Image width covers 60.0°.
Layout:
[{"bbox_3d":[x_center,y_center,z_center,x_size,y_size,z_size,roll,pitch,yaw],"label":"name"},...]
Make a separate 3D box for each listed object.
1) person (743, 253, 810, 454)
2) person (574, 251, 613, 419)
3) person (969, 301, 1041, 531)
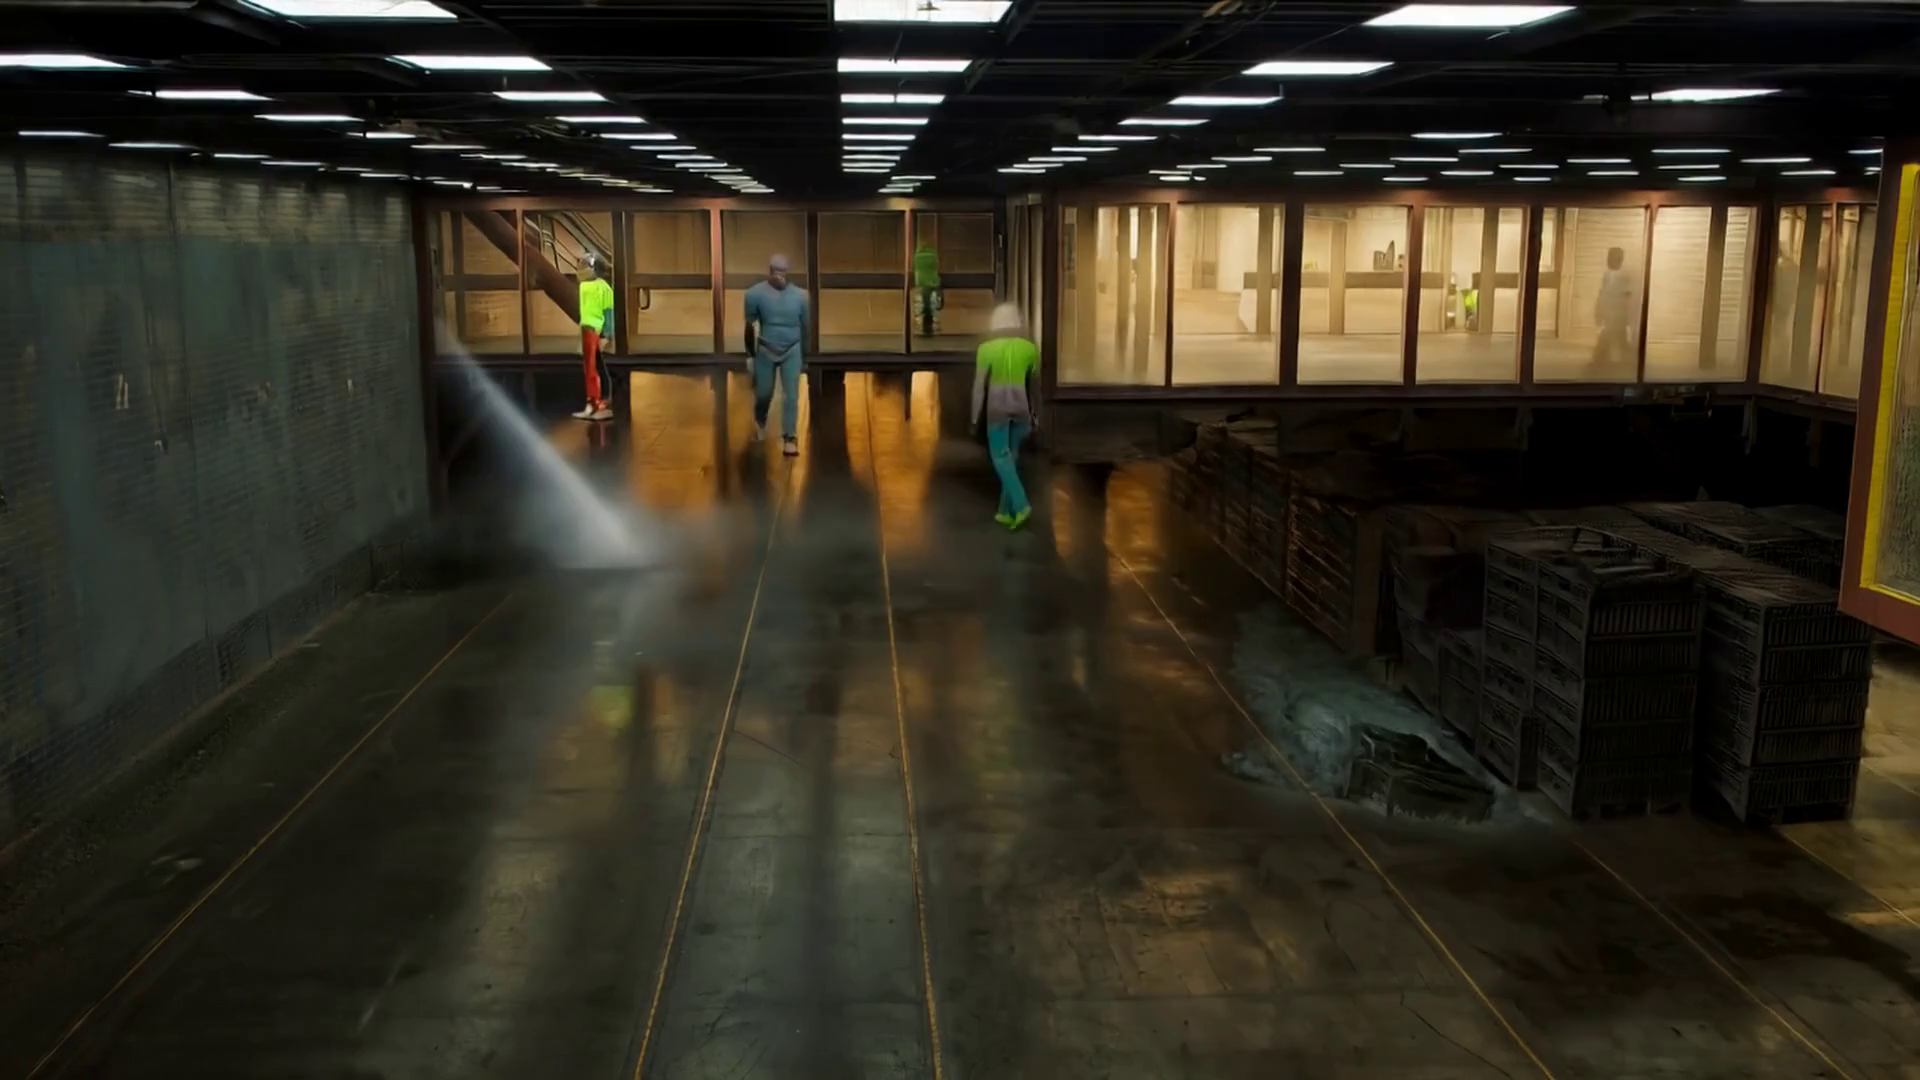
[{"bbox_3d":[-1.743,-1.779,15.821,0.656,1.888,0.672,-3,11,-16],"label":"person"},{"bbox_3d":[-4.108,-2.283,18.606,0.535,1.869,0.312,9,14,39],"label":"person"},{"bbox_3d":[0.366,-0.865,11.694,0.505,1.617,0.726,-6,12,-29],"label":"person"}]
